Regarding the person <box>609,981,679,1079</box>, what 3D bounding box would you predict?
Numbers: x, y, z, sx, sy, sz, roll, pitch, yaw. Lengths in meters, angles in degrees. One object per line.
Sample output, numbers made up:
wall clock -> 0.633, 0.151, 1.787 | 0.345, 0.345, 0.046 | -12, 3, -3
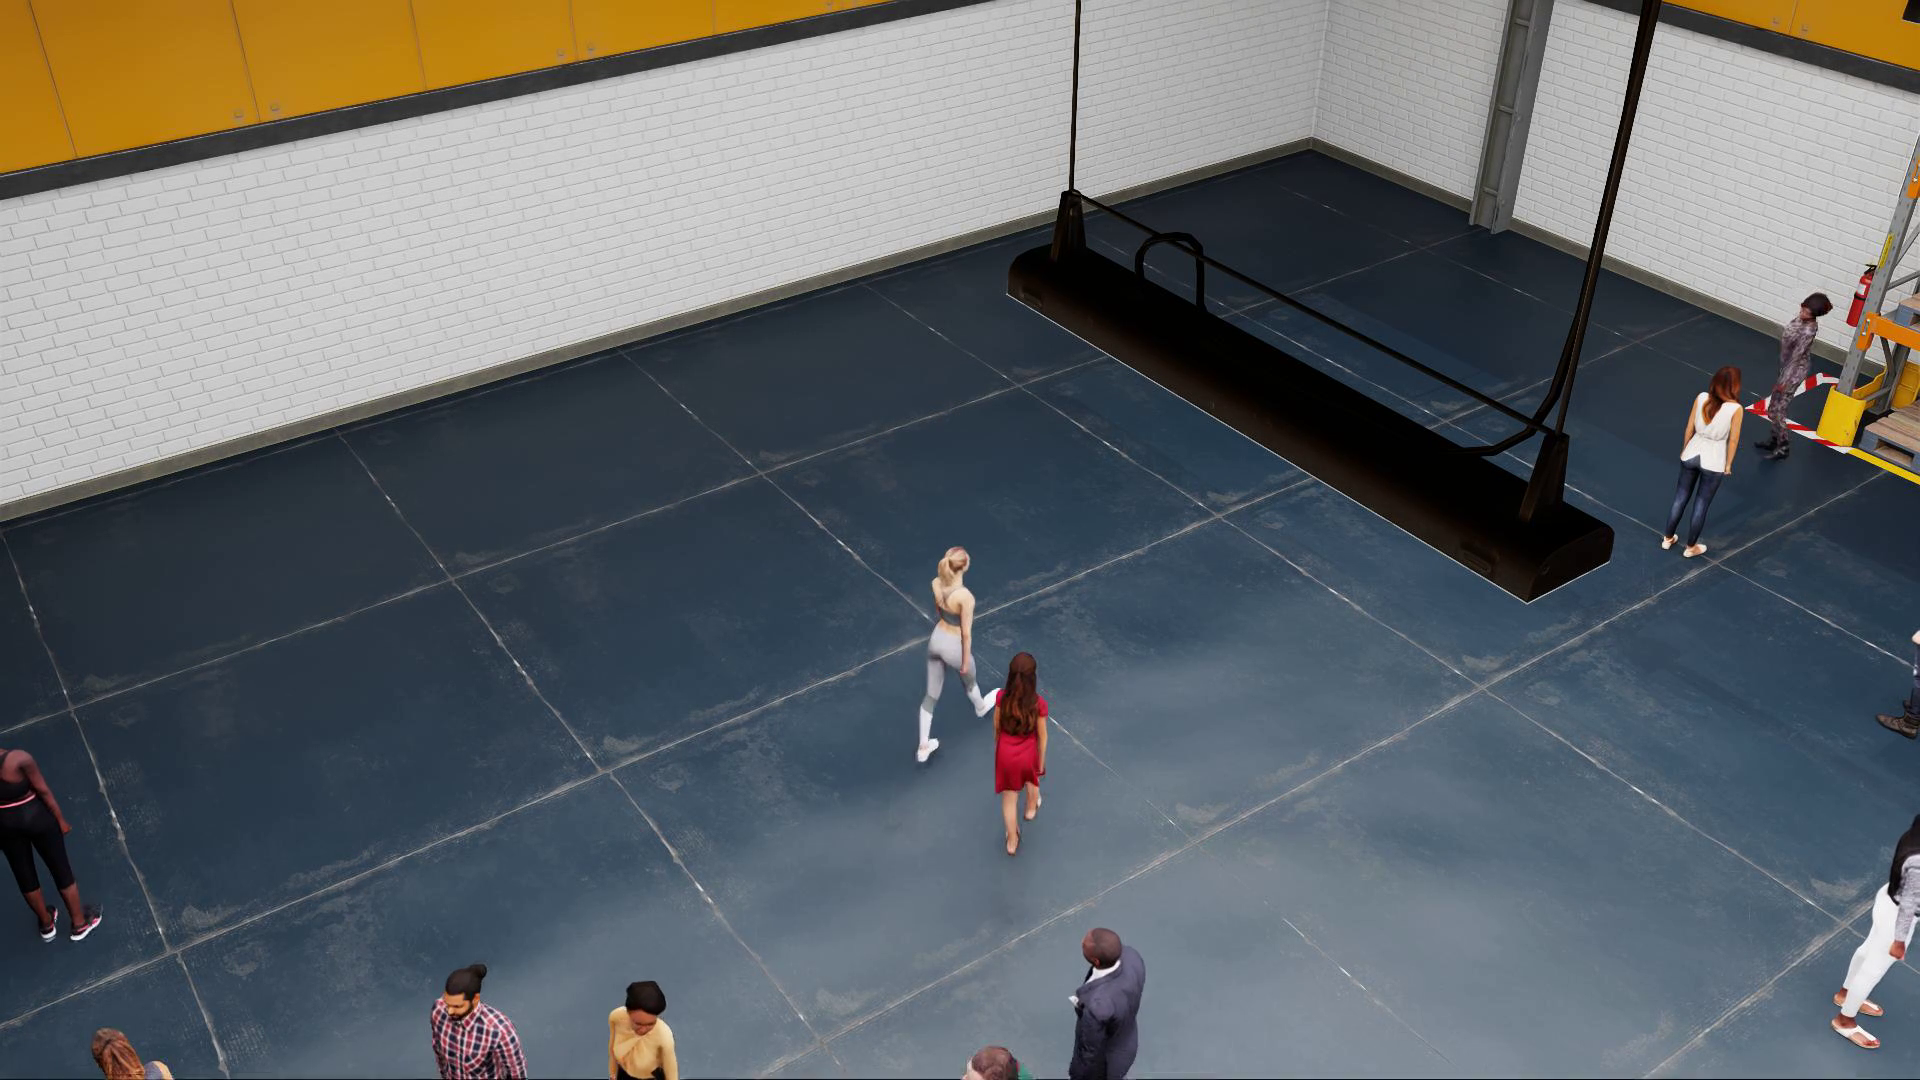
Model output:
person -> -1.601, 2.868, 8.815 | 0.969, 1.621, 0.892 | 21, 39, 28

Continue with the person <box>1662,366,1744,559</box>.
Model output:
person -> 6.248, -0.645, 13.985 | 0.669, 1.747, 0.501 | -27, 42, -35

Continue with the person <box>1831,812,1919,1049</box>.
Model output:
person -> 5.466, 2.206, 9.718 | 0.649, 1.723, 0.664 | 19, 38, 26

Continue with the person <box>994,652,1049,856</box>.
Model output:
person -> 0.373, 1.452, 11.027 | 0.830, 1.528, 0.896 | 5, 34, 7

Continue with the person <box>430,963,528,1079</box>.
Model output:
person -> -2.481, 2.871, 8.682 | 0.717, 1.762, 0.836 | 13, 36, 18

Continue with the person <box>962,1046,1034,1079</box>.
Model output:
person -> 0.128, 3.099, 8.294 | 1.054, 1.812, 0.934 | 20, 38, 27

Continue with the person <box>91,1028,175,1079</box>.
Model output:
person -> -4.008, 3.138, 8.337 | 0.701, 1.700, 0.987 | -29, 43, -36

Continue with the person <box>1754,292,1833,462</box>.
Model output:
person -> 7.683, -1.547, 15.394 | 0.728, 1.689, 0.710 | 25, 41, 33

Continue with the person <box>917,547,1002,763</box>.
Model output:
person -> -0.125, 0.844, 11.835 | 1.137, 1.648, 0.849 | 24, 41, 32

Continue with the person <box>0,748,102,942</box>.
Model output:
person -> -5.814, 1.777, 10.317 | 0.693, 1.775, 0.728 | -9, 35, -13

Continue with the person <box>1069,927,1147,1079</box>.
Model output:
person -> 0.834, 2.739, 8.841 | 1.086, 1.805, 0.909 | 20, 39, 28
